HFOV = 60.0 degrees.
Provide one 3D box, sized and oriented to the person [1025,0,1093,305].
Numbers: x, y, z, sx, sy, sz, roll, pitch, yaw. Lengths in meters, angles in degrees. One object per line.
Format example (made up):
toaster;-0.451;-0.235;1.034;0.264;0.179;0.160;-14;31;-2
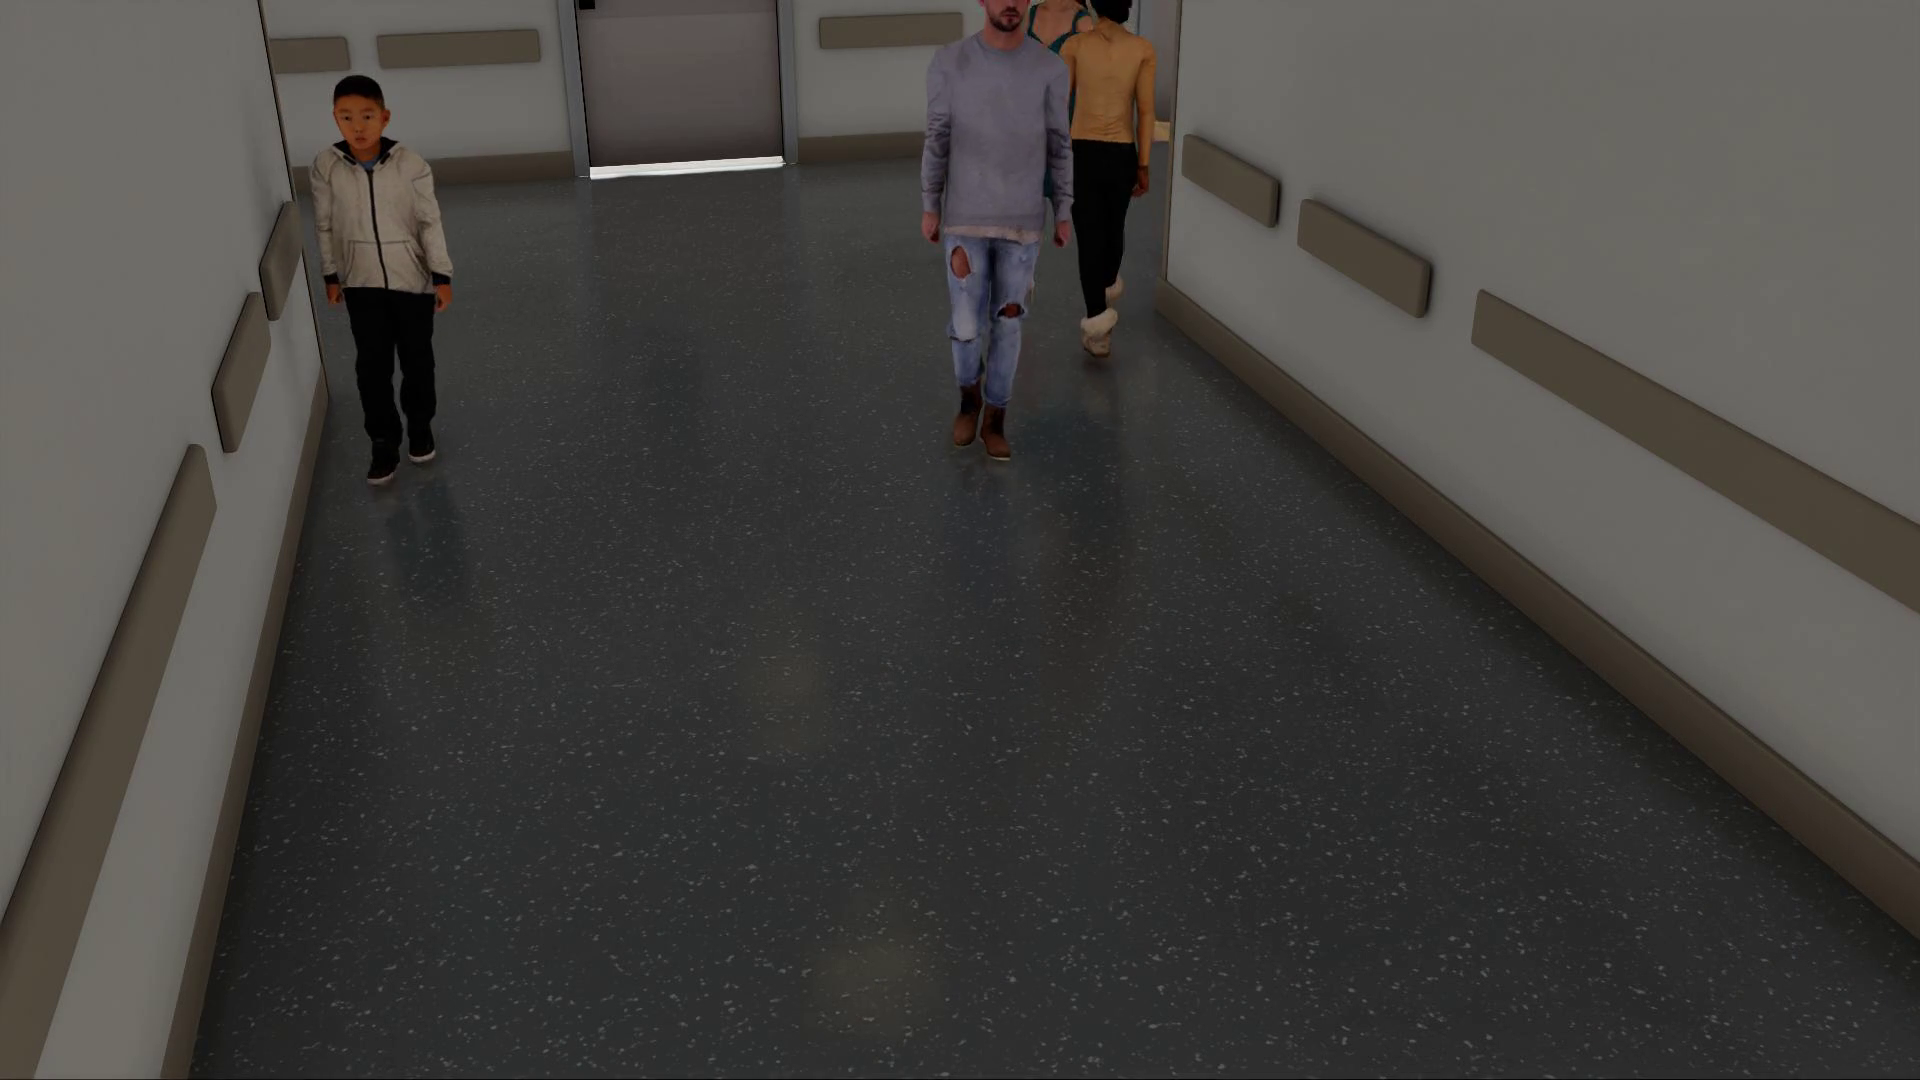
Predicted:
person;0.515;-1.916;7.794;0.946;1.646;1.099;19;32;34

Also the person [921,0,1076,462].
person;0.117;-1.222;6.140;0.601;1.831;0.806;-2;26;-5

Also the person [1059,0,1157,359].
person;0.610;-1.579;7.133;1.108;1.612;0.806;-1;26;-2

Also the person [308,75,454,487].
person;-2.082;-0.971;6.077;0.650;1.435;0.681;-8;27;-16
